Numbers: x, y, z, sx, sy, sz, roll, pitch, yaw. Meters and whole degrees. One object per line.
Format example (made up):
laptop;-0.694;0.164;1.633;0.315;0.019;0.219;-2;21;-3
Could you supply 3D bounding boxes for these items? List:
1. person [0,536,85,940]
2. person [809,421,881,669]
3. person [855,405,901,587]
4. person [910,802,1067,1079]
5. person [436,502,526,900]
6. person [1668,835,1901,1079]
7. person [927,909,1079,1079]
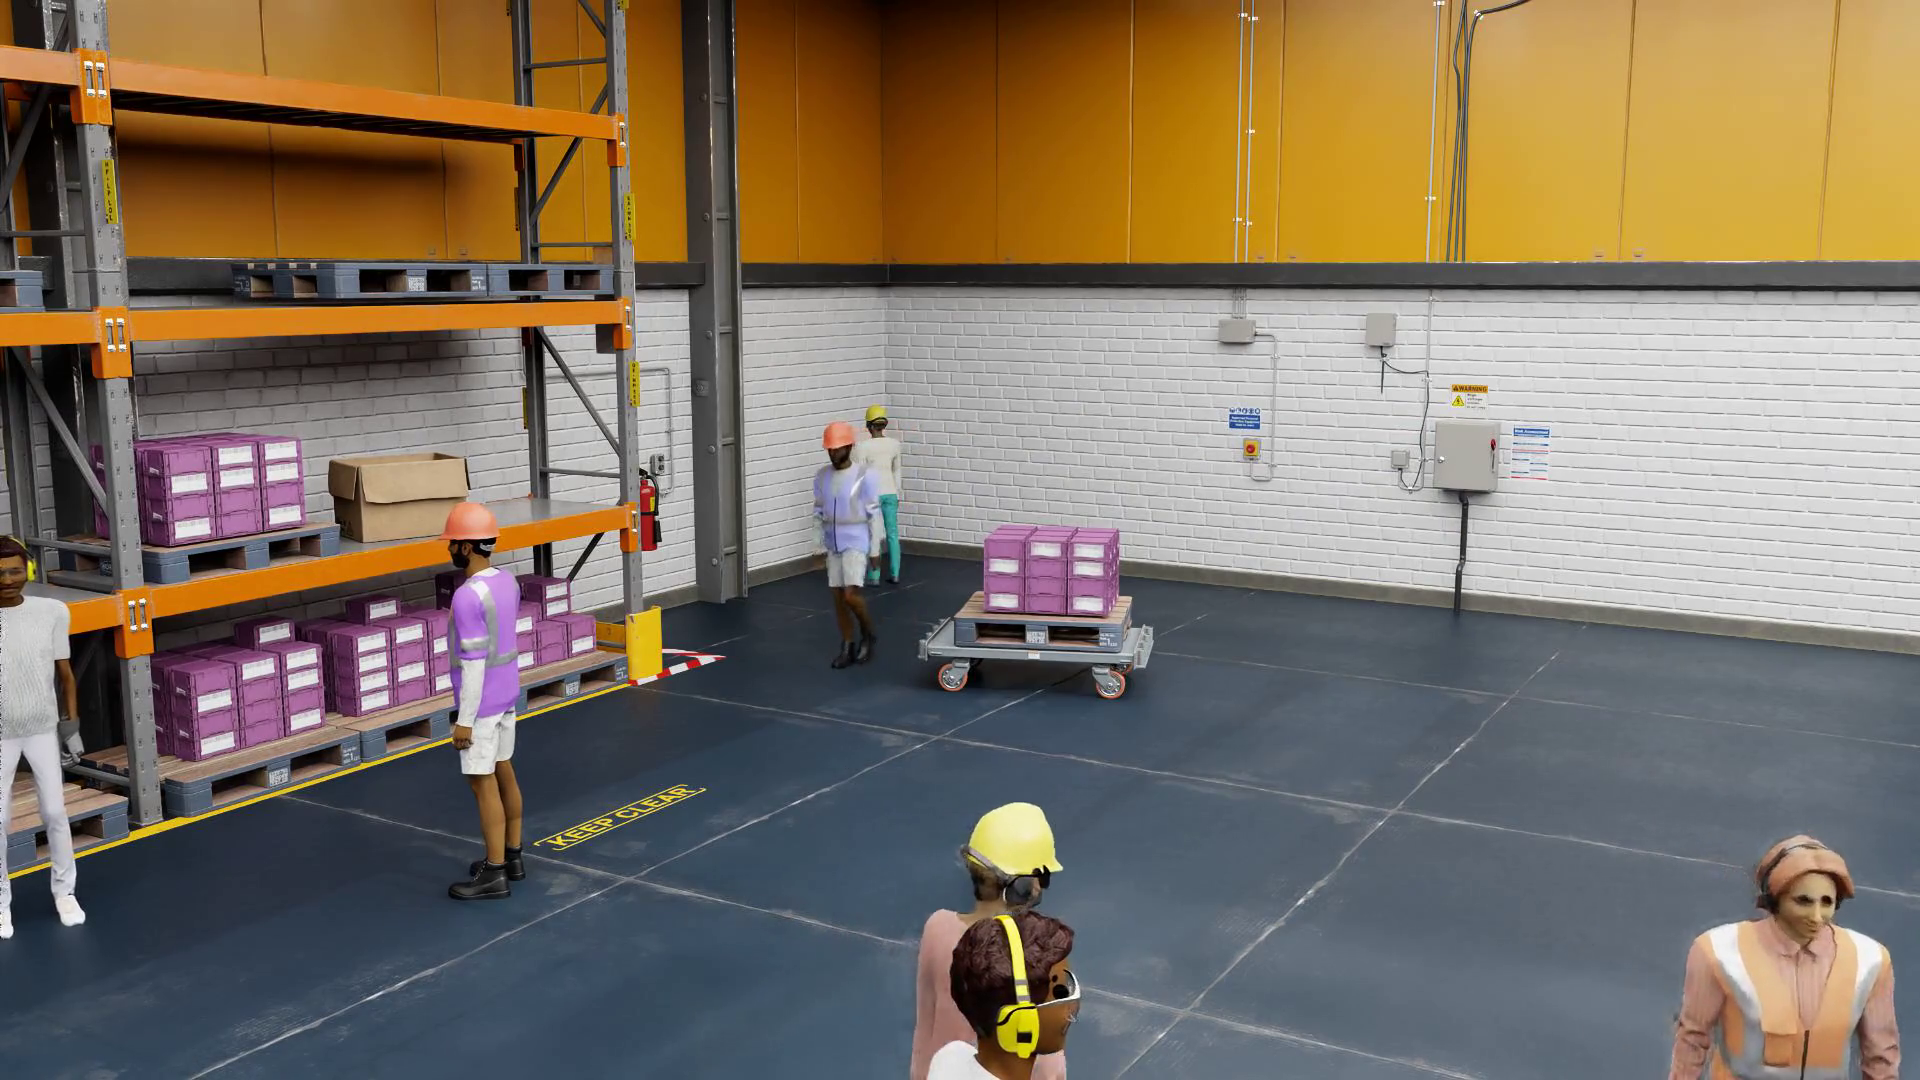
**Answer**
person;-4.312;0.893;7.628;0.509;1.860;0.318;-6;11;-33
person;-0.887;0.048;12.687;0.549;1.922;0.431;6;11;33
person;-0.804;-0.425;16.128;0.526;1.768;0.330;-7;11;-36
person;0.058;1.507;4.243;0.947;1.707;0.527;-5;10;-29
person;-2.334;0.778;8.085;0.356;1.936;0.551;1;9;5
person;2.118;1.555;4.247;0.521;1.615;0.641;0;9;2
person;0.101;1.606;3.161;0.328;1.862;0.510;-3;10;-20
